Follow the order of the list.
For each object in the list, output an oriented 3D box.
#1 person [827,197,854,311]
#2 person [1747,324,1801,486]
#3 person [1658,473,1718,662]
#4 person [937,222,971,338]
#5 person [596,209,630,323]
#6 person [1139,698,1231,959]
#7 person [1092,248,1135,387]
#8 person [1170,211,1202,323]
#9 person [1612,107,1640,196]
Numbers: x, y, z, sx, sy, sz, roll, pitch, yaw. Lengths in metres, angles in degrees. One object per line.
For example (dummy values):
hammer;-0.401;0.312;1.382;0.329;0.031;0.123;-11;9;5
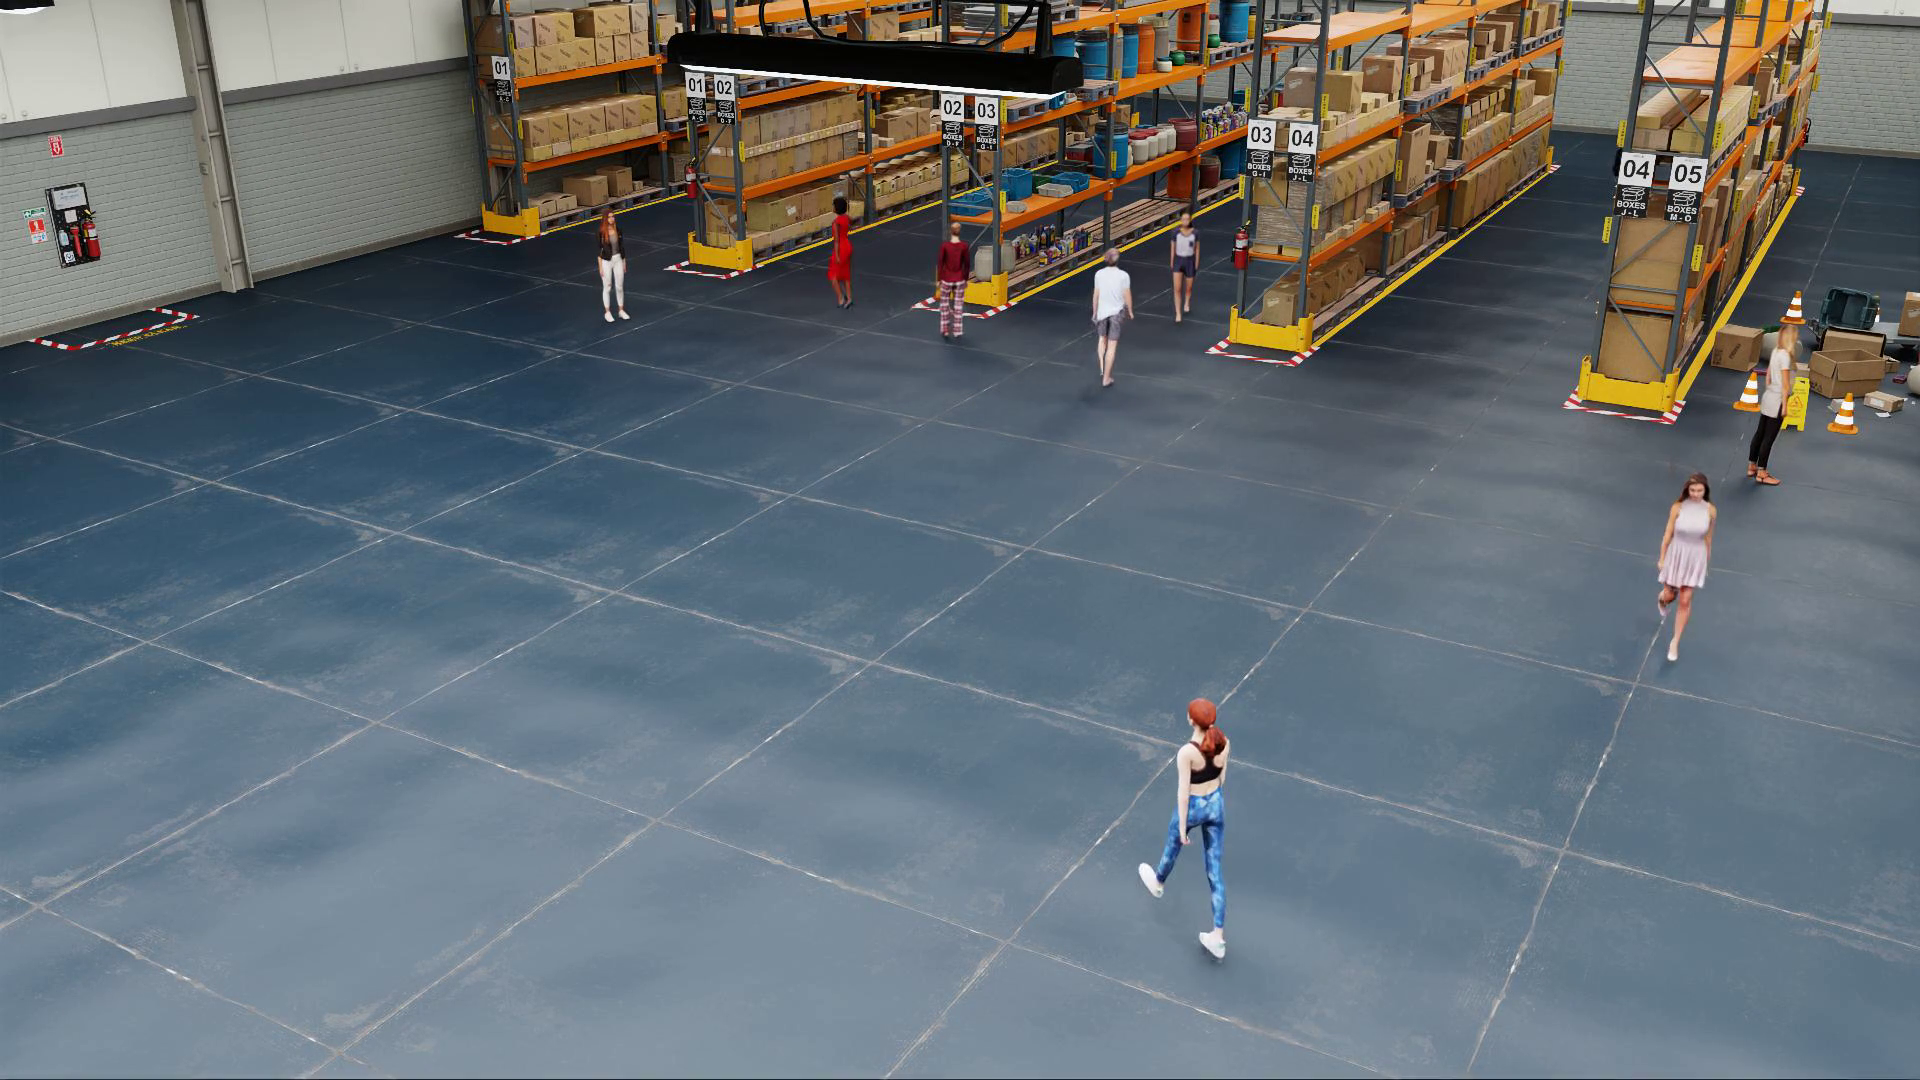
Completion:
person;-1.736;-4.387;25.595;0.640;1.733;0.557;10;25;22
person;9.206;-1.554;18.813;0.744;1.826;0.623;1;23;3
person;6.439;0.189;14.818;0.676;1.746;0.955;7;24;15
person;-0.100;-3.794;24.246;0.695;1.698;0.736;-5;23;-11
person;-5.264;-4.153;25.087;0.615;1.699;0.718;-13;26;-27
person;1.614;1.892;10.837;1.164;1.727;1.149;-8;24;-19
person;1.970;-2.939;22.092;0.712;1.810;0.937;10;25;23
person;3.409;-4.162;25.220;0.852;1.613;1.117;3;23;7
person;13.546;-7.829;33.570;0.770;1.826;0.787;-18;29;-36
